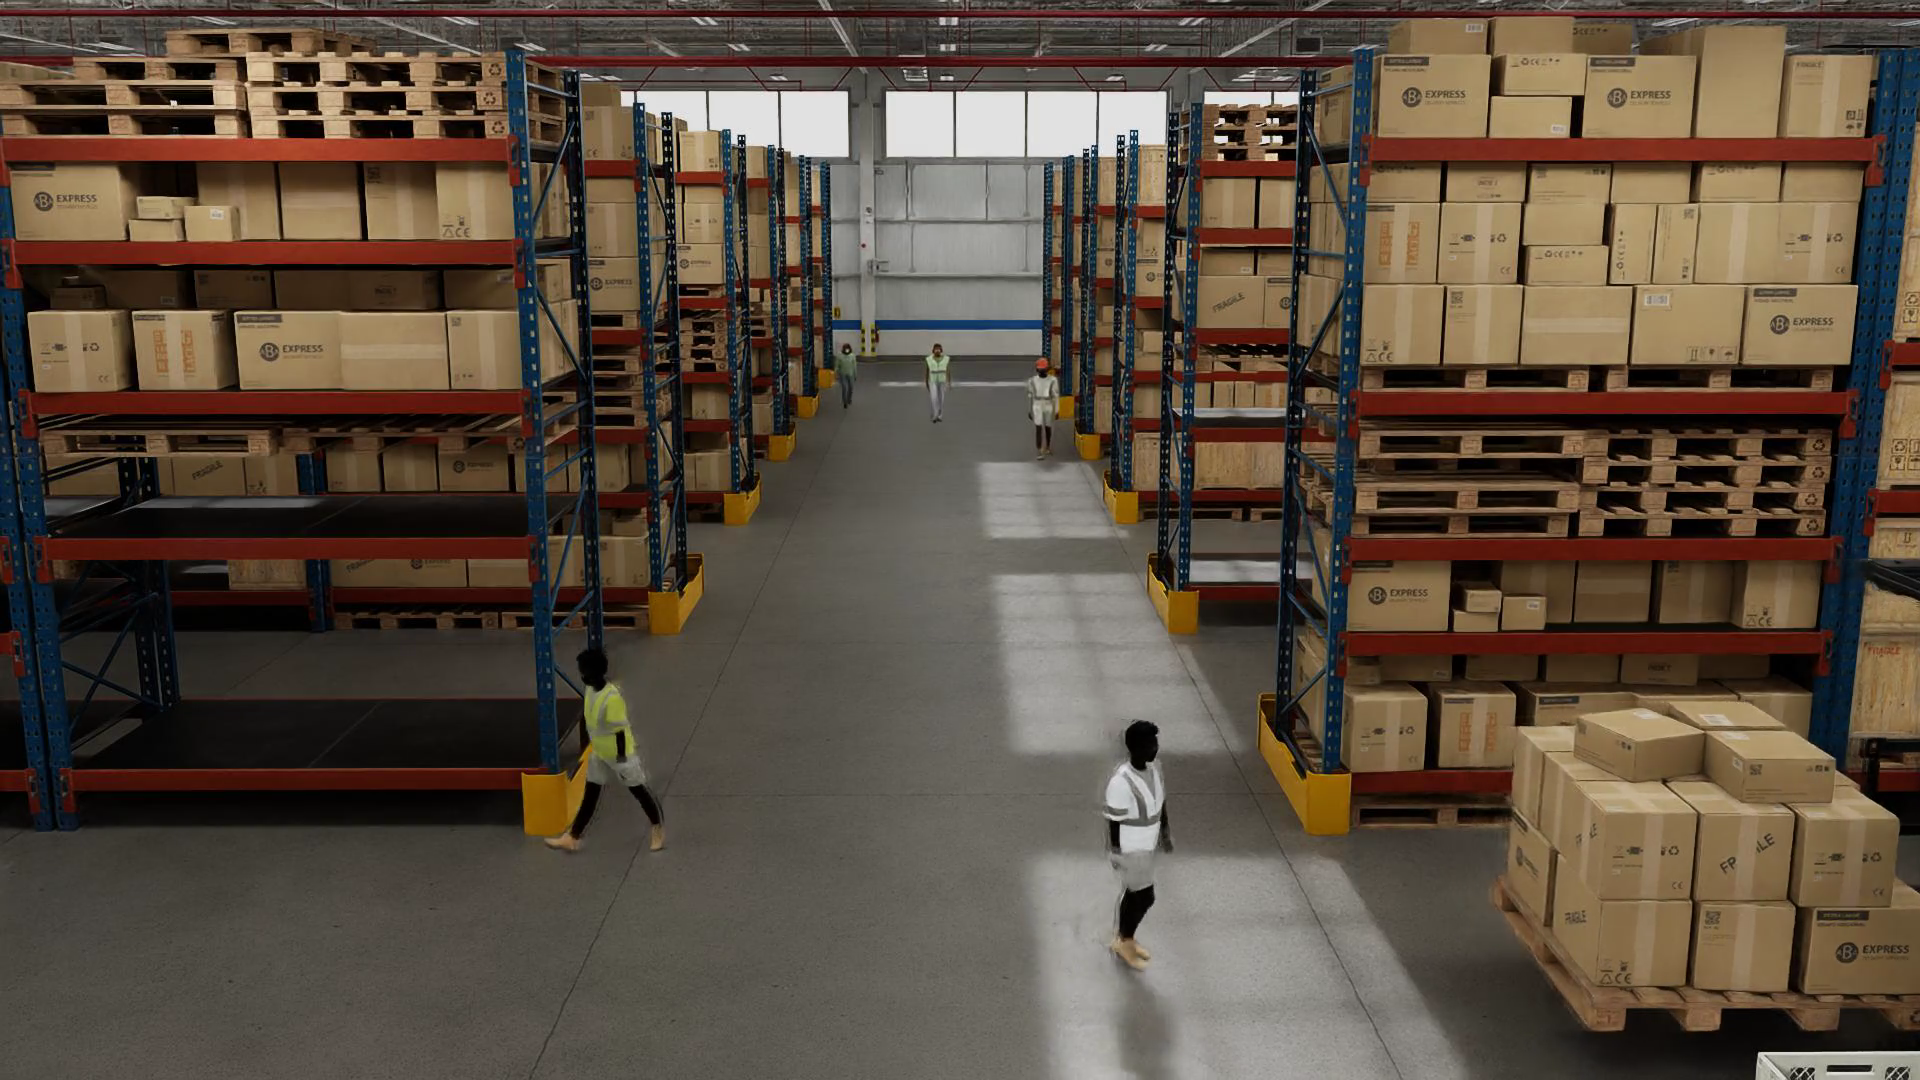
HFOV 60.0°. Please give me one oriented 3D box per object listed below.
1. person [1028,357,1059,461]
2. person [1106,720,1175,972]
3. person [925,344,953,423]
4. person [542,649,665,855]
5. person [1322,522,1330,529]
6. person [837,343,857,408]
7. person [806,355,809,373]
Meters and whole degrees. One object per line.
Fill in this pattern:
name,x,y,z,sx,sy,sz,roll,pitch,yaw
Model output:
person,1.642,-2.604,32.753,0.623,2.016,0.834,1,11,6
person,1.176,1.984,10.855,0.453,1.683,0.544,7,13,31
person,-0.477,-3.574,38.085,0.597,1.802,0.918,-2,12,-8
person,-2.687,1.628,12.712,0.922,1.624,0.585,-10,15,-40
person,5.715,-0.882,24.528,0.528,1.887,0.672,2,12,8
person,-2.789,-4.047,40.913,0.498,1.621,0.392,-3,12,-15
person,-4.013,-4.341,41.609,0.587,1.920,0.391,3,12,16
